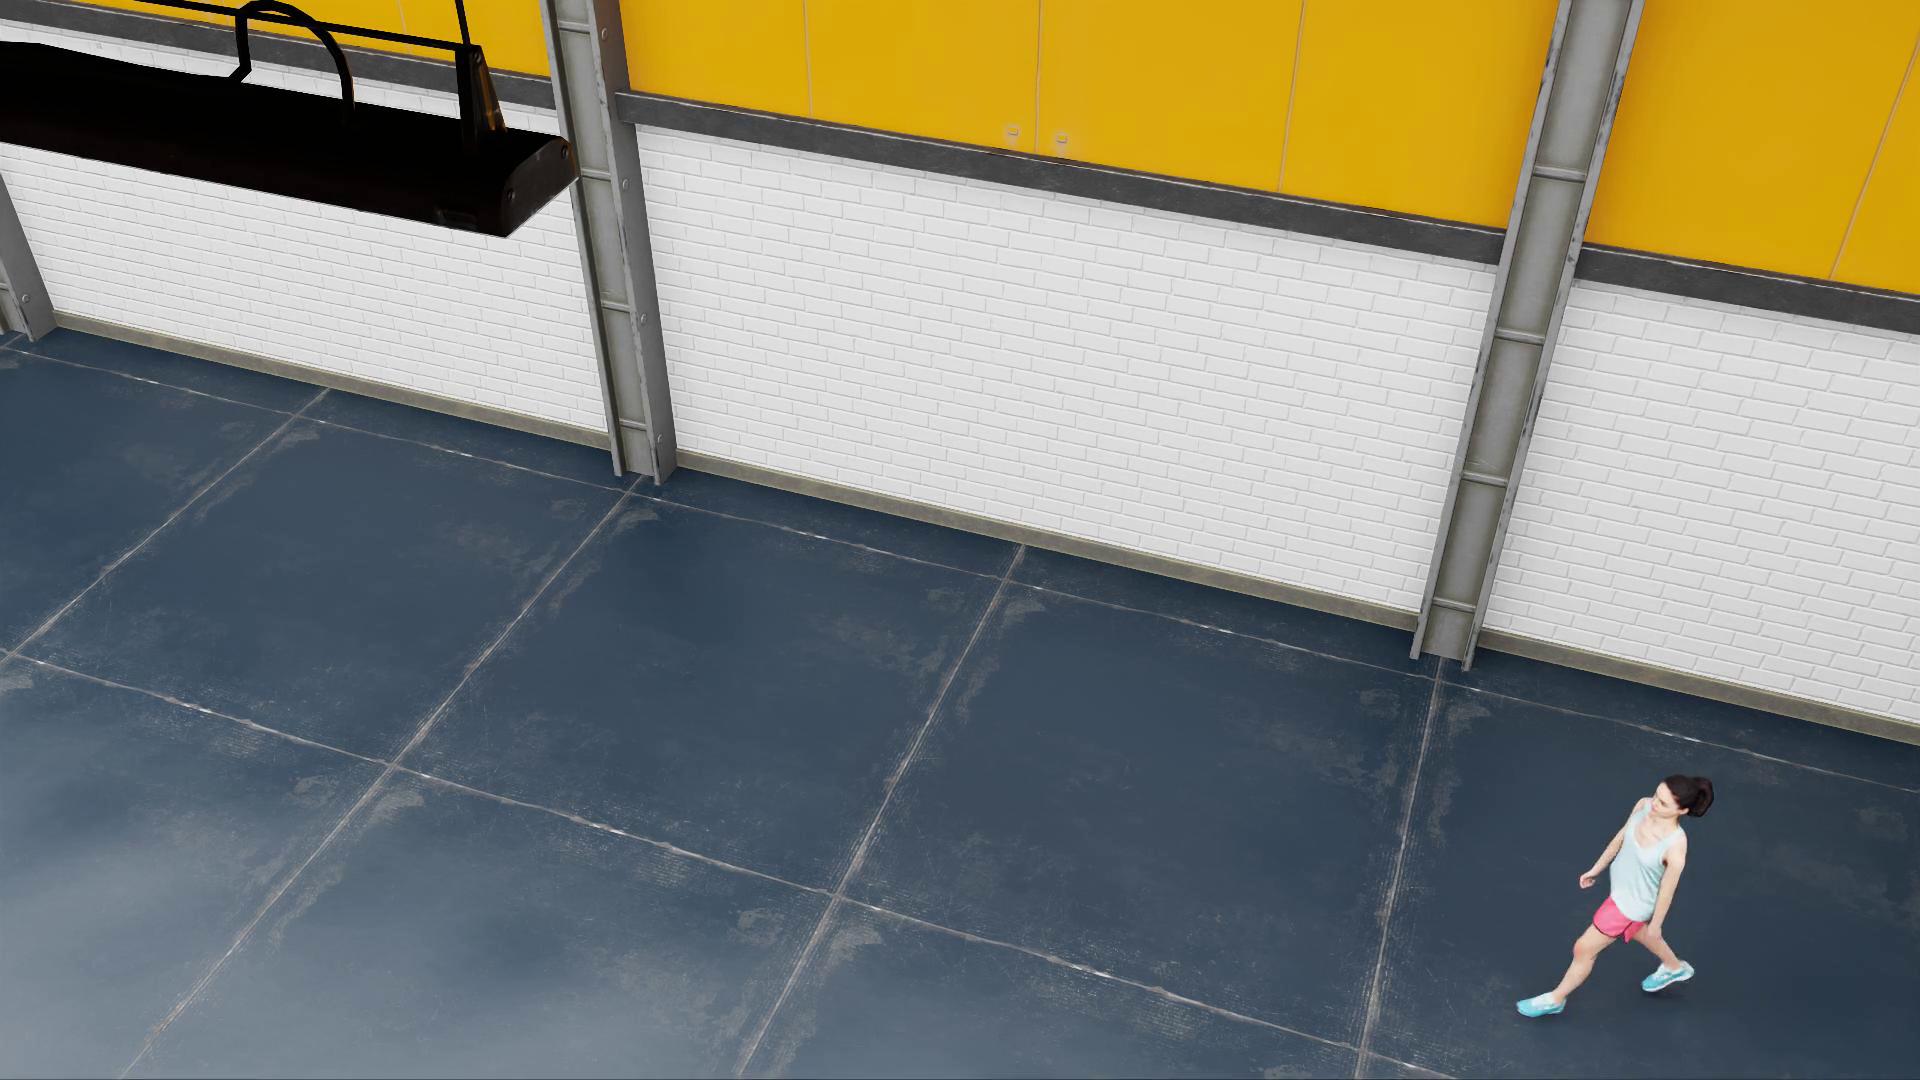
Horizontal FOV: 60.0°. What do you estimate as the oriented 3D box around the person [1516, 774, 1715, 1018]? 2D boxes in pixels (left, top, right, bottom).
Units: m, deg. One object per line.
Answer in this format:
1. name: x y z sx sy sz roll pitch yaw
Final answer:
1. person: 3.476 1.803 8.429 1.259 1.726 0.907 -1 39 -2
